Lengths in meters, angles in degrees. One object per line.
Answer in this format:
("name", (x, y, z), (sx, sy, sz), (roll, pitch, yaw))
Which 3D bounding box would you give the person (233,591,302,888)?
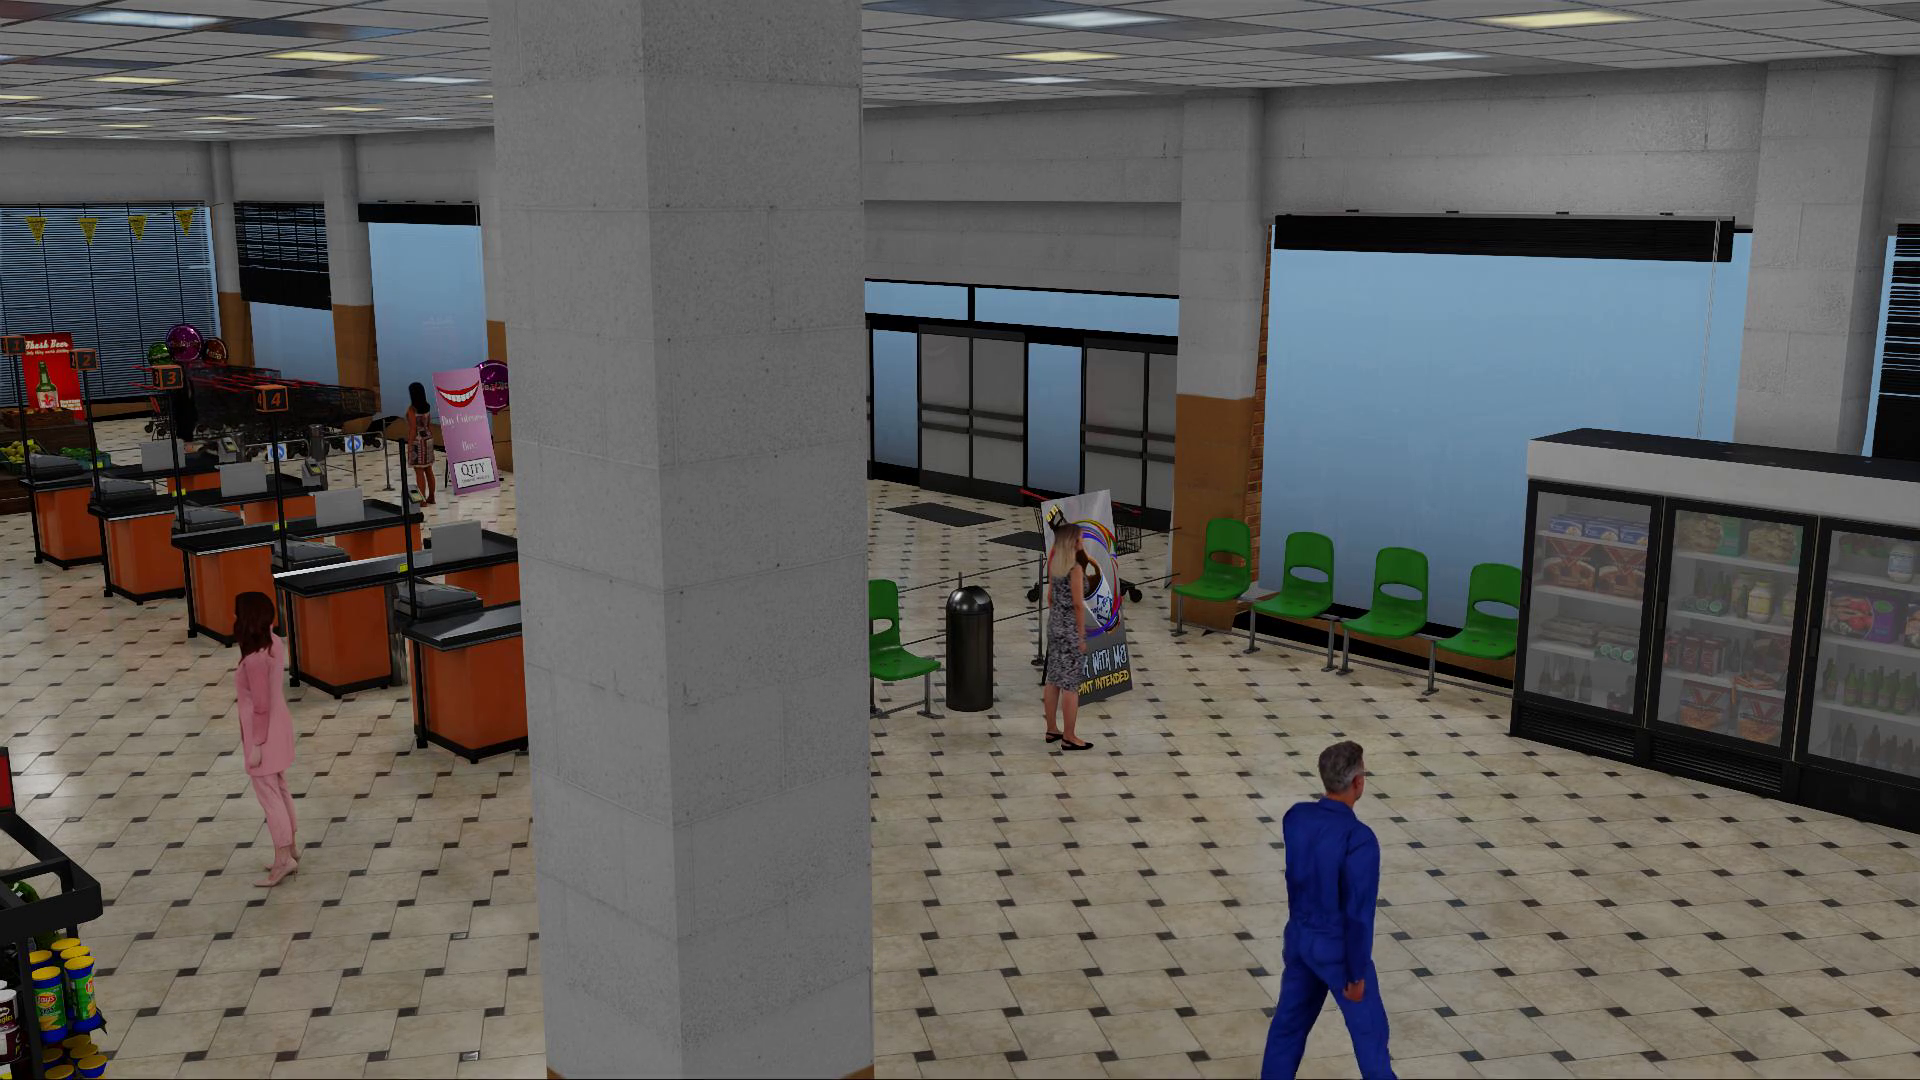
("person", (-4.148, 1.181, 9.971), (0.717, 1.803, 0.691), (-2, 12, -8))

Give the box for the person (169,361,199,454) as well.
("person", (-11.332, -1.796, 24.447), (0.895, 1.663, 0.820), (1, 12, 4))

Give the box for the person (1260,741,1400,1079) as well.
("person", (1.498, 1.785, 7.122), (1.167, 1.794, 0.931), (-6, 13, -28))

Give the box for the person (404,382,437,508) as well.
("person", (-7.138, -1.272, 21.999), (0.784, 1.645, 0.642), (4, 12, 16))

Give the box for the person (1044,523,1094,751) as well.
("person", (0.787, 0.711, 12.442), (0.594, 1.703, 0.620), (-6, 13, -27))
